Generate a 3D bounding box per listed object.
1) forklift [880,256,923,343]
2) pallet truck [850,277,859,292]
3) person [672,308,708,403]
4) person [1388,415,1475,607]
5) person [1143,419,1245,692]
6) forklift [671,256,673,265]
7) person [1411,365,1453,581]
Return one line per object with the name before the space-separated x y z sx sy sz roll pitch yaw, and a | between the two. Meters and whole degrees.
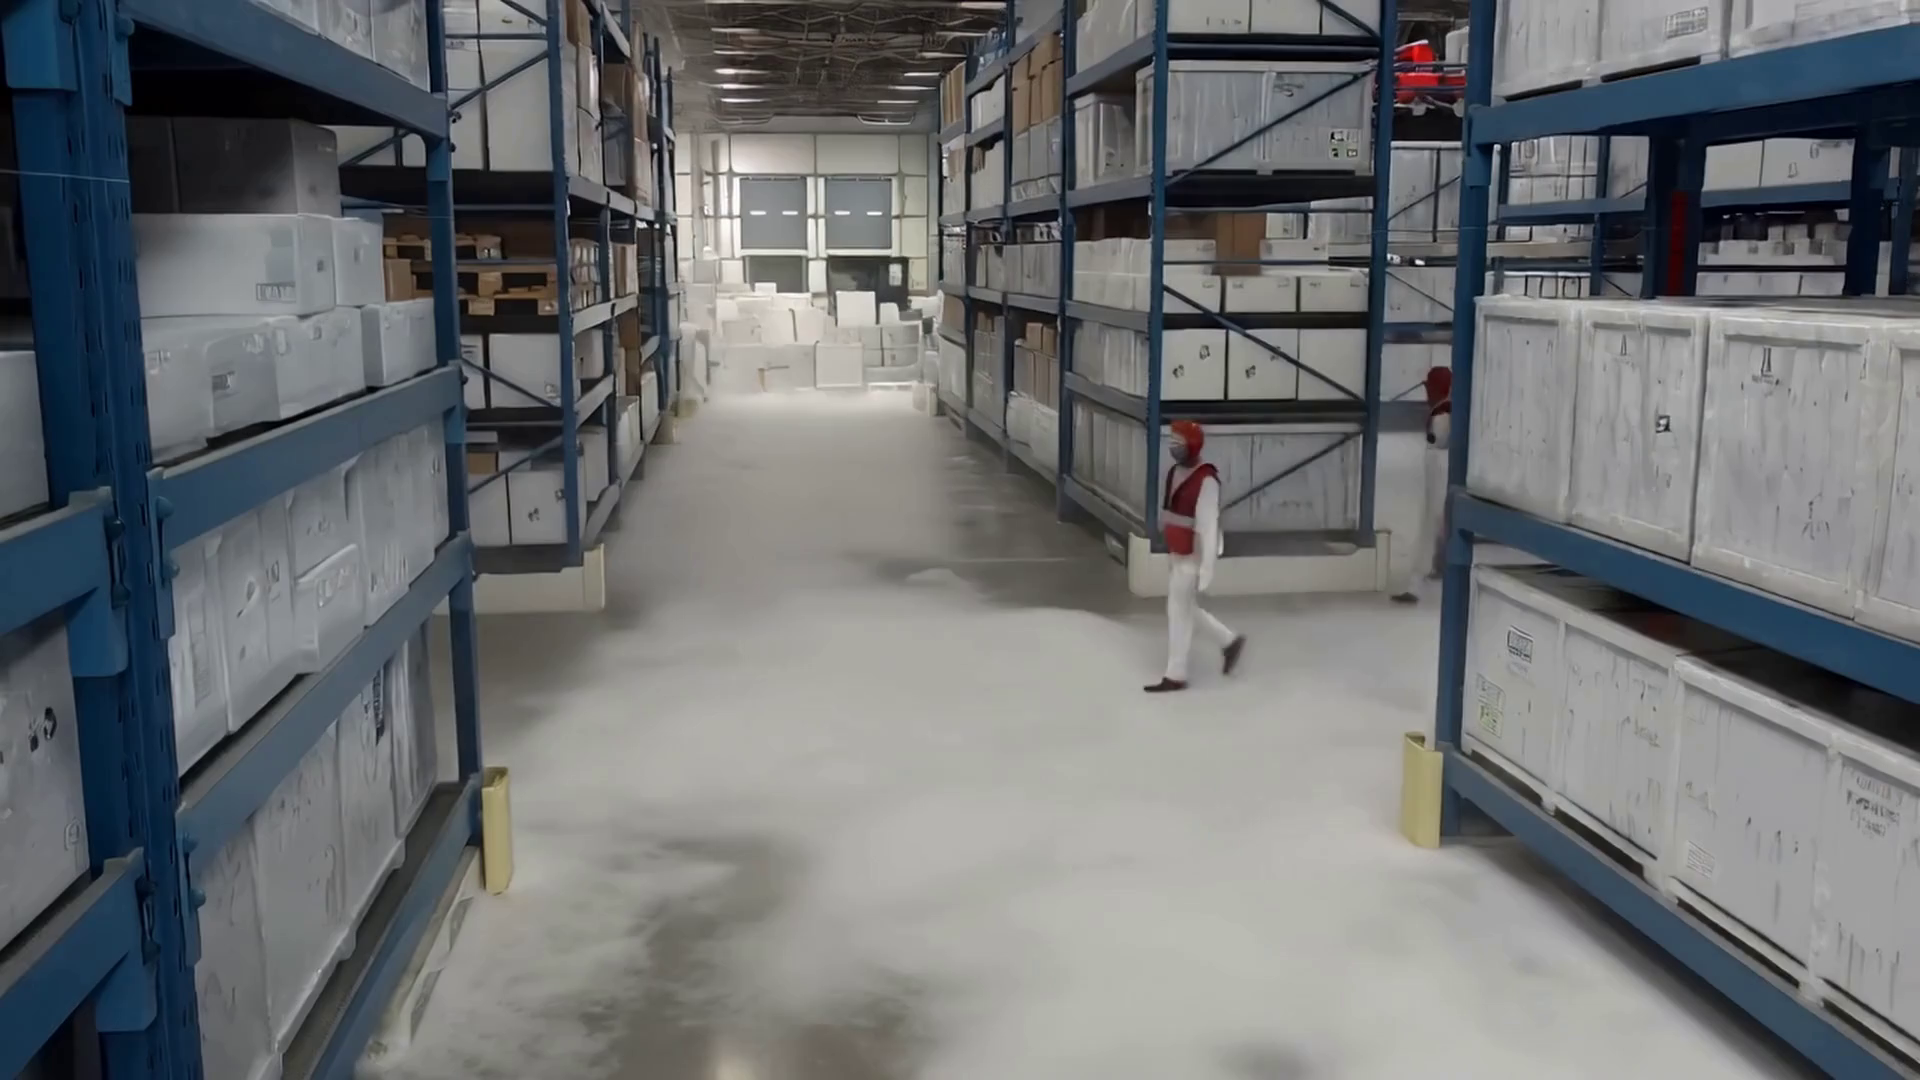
forklift | -2.114 -7.817 54.072 1.129 2.768 1.873 -6 12 -33
pallet truck | -3.782 -9.391 65.808 1.885 1.965 0.823 2 10 10
person | -5.314 -3.557 32.308 0.841 1.878 0.673 7 12 35
person | 3.954 -0.229 13.622 0.843 1.589 0.520 -4 11 -23
person | 1.583 0.099 11.080 0.718 1.826 0.569 -3 10 -17
forklift | -10.987 -9.066 61.344 1.129 2.768 1.873 -1 10 -7
person | 4.270 -0.588 14.783 0.390 1.920 0.587 2 10 10
